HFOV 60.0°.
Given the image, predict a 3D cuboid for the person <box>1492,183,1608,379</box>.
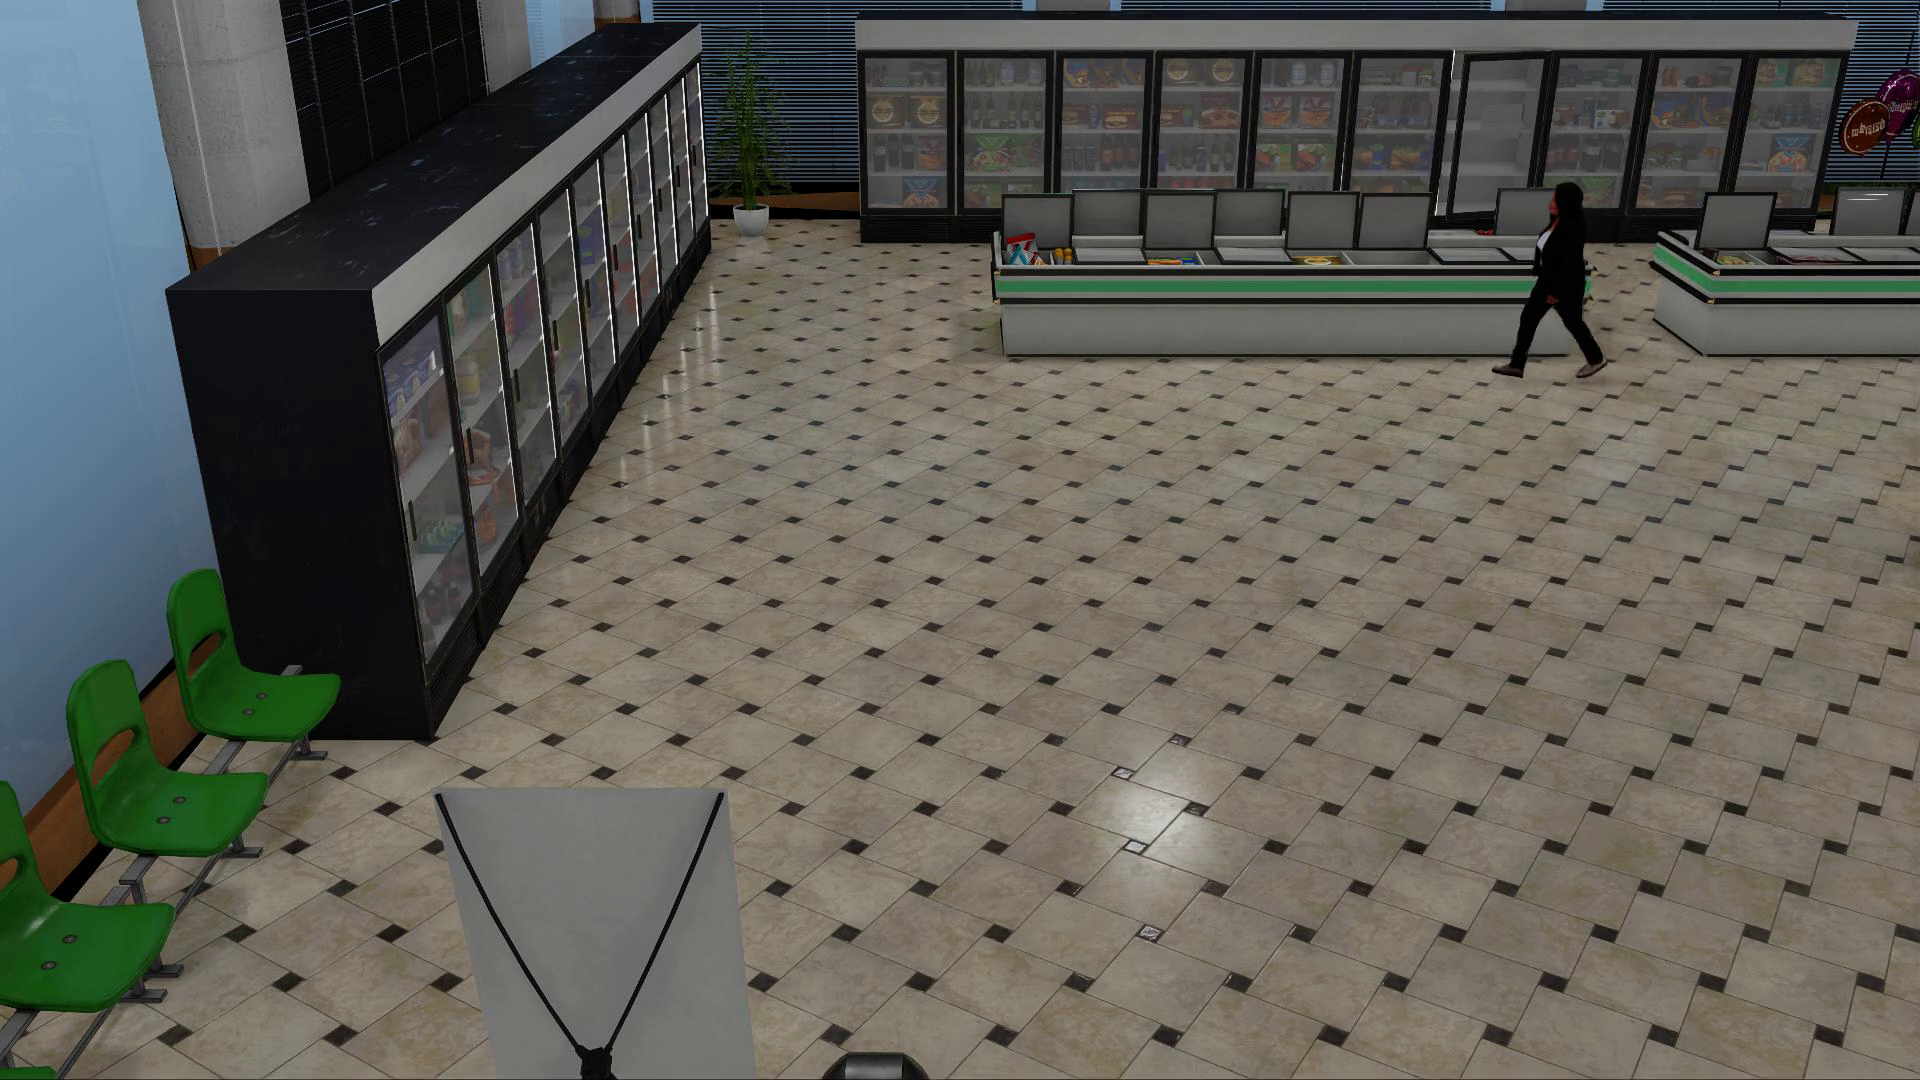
[{"bbox_3d":[4.840,-2.002,13.176,1.183,1.575,0.743,-4,24,-8],"label":"person"}]
